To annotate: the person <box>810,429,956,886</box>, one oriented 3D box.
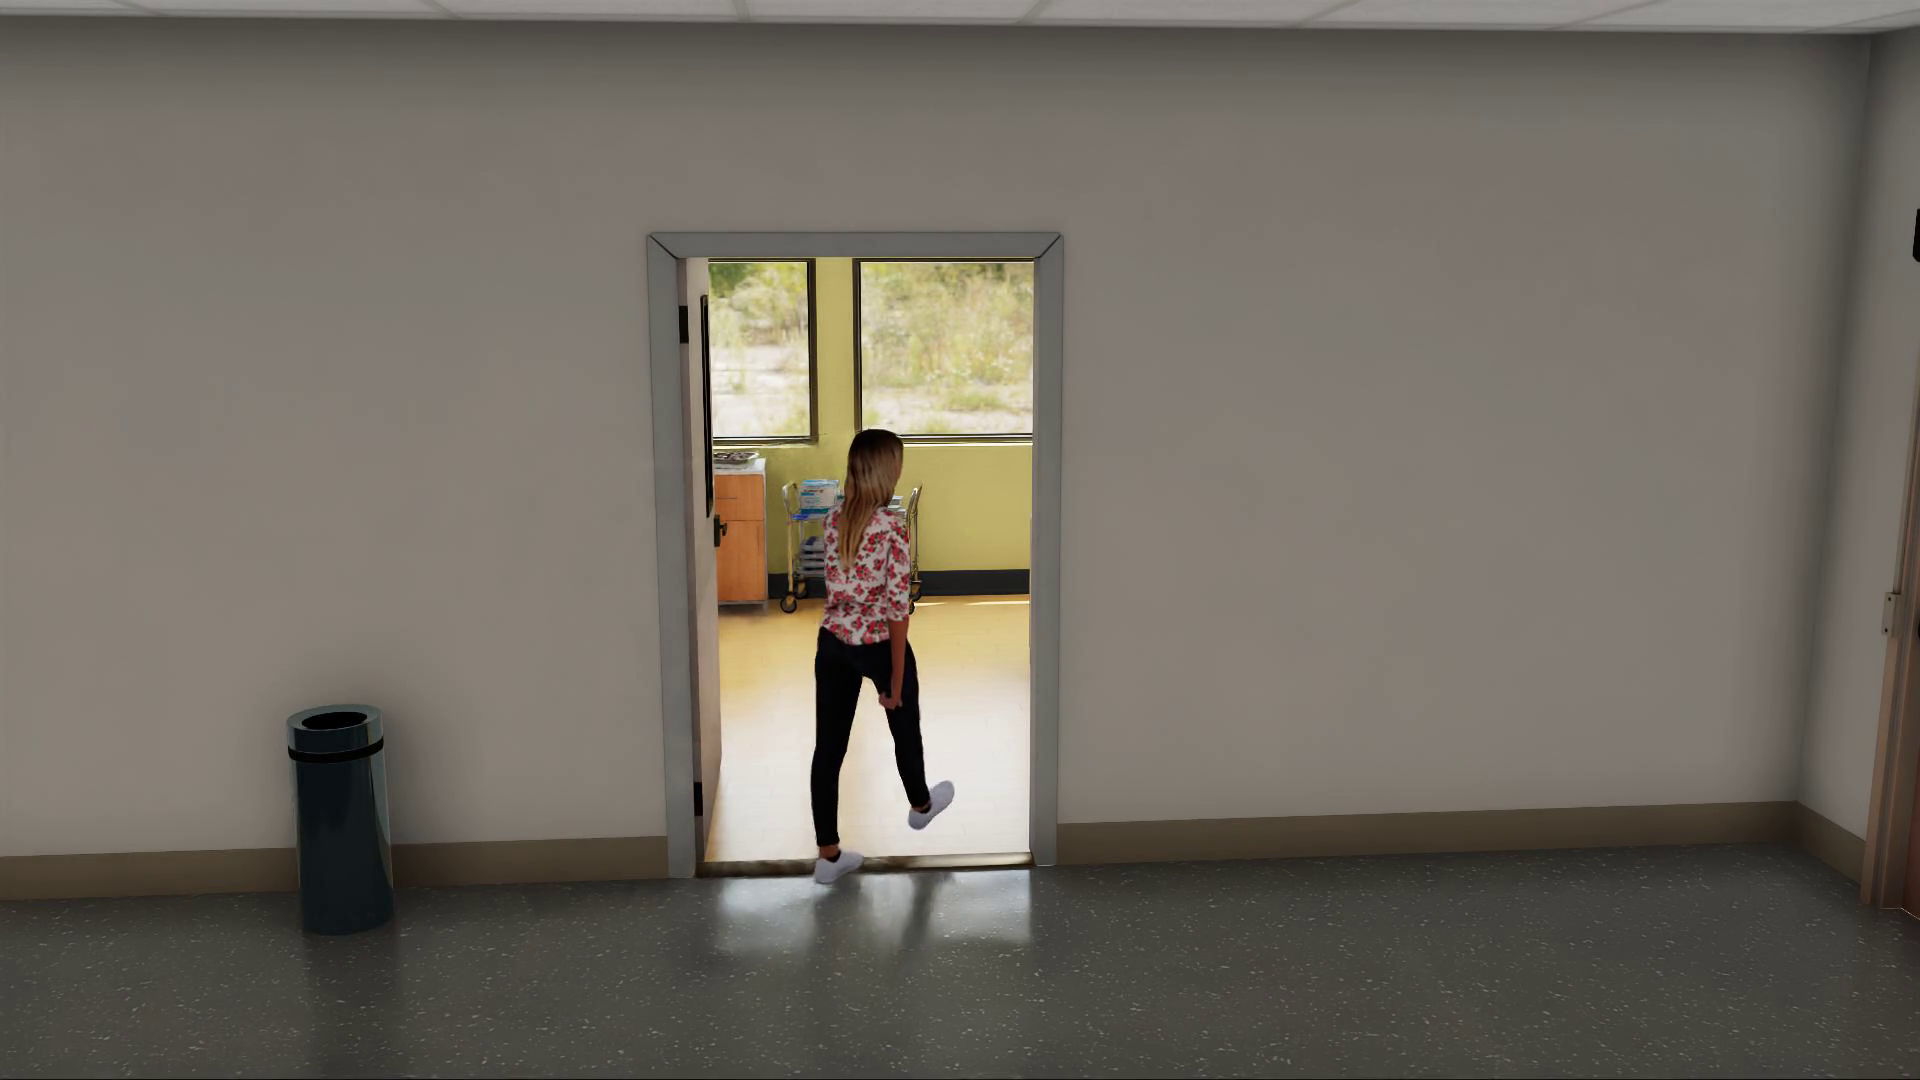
[{"bbox_3d":[-0.394,0.446,5.904,1.053,1.583,1.008,6,12,29],"label":"person"}]
